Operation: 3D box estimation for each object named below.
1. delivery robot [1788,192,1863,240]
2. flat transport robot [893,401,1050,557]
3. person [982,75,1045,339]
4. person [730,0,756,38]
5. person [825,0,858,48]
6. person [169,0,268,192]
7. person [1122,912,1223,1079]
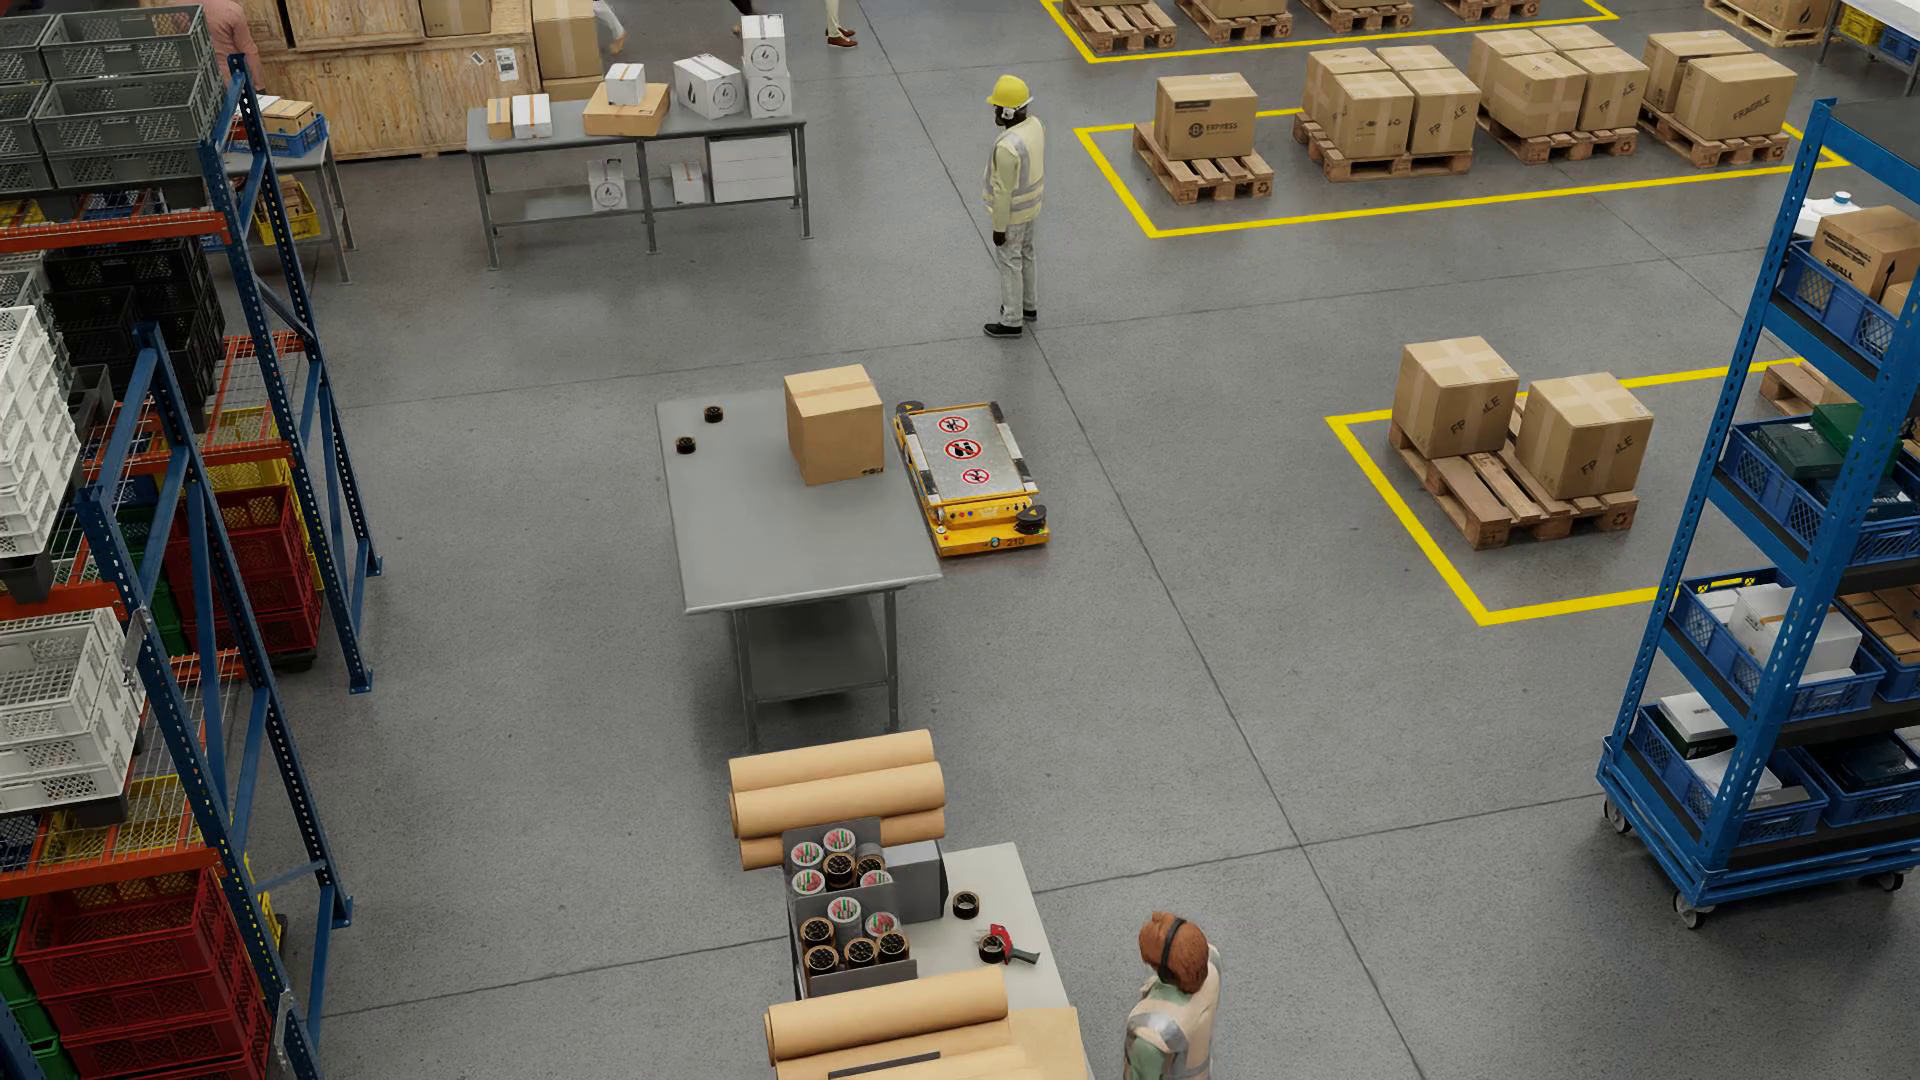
[{"bbox_3d":[6.502,-2.349,12.375,0.707,0.478,0.477,17,40,22],"label":"delivery robot"},{"bbox_3d":[0.046,-0.430,10.108,0.652,0.197,1.431,-8,37,-10],"label":"flat transport robot"},{"bbox_3d":[0.354,-2.258,11.275,0.403,1.823,0.590,15,39,19],"label":"person"},{"bbox_3d":[-2.063,-5.562,15.829,0.540,1.674,0.601,-24,43,-29],"label":"person"},{"bbox_3d":[-1.173,-5.660,15.807,0.329,1.873,0.516,-3,37,-5],"label":"person"},{"bbox_3d":[-5.743,-3.643,13.080,0.636,1.900,0.402,8,37,10],"label":"person"},{"bbox_3d":[0.722,1.908,5.835,0.310,1.633,0.517,21,42,26],"label":"person"}]
